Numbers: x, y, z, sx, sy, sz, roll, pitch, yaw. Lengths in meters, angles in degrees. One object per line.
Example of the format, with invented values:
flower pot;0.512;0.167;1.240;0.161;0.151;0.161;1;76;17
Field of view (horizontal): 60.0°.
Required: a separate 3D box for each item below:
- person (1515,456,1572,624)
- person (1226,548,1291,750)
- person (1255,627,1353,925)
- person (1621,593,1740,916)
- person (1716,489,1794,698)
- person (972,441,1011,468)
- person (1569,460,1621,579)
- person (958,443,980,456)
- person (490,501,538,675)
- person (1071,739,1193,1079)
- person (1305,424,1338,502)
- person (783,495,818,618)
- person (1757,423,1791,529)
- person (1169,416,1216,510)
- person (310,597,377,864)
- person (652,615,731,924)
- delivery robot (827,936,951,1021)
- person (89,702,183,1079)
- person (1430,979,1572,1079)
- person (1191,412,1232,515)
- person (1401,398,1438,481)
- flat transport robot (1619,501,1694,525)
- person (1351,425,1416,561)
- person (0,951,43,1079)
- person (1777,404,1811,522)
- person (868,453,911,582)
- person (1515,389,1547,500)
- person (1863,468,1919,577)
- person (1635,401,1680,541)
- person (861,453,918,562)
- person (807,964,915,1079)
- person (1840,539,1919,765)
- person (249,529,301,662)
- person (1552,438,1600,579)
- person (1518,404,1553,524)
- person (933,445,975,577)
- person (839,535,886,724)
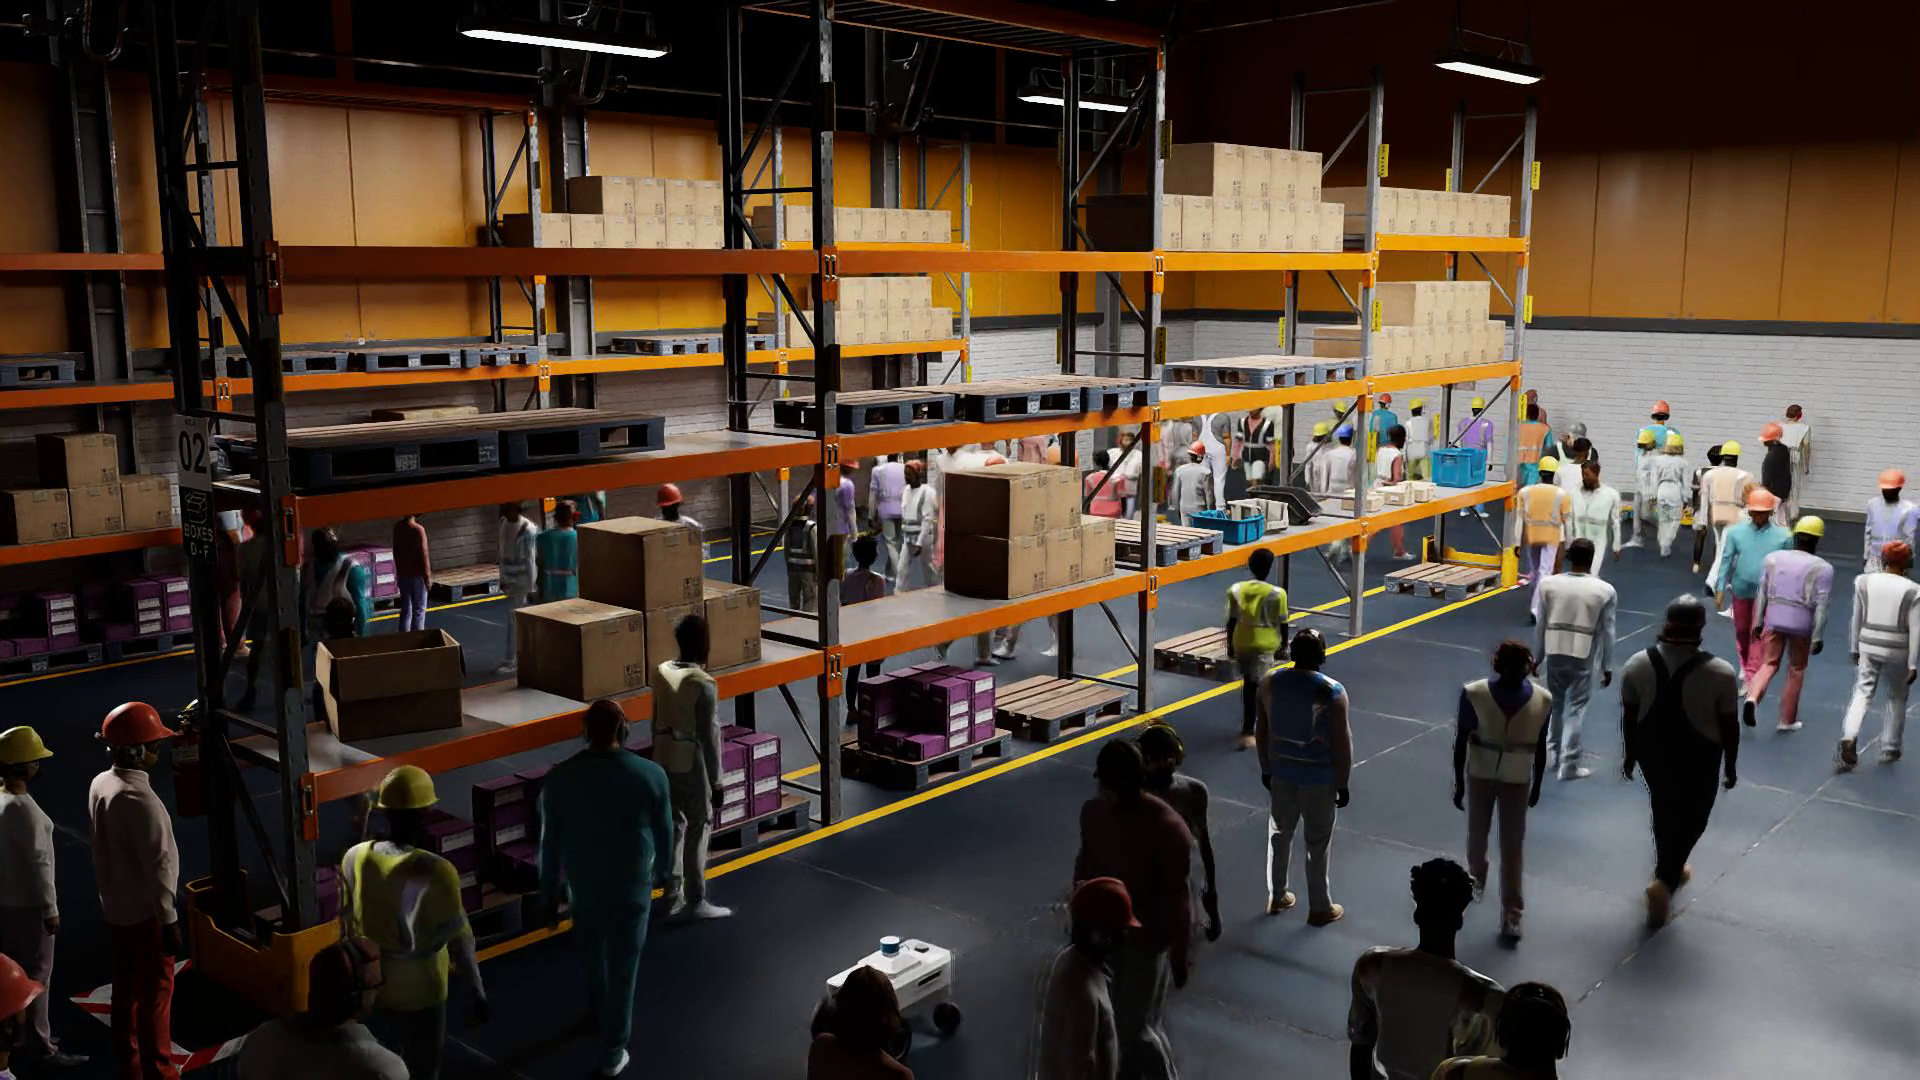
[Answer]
person;6.582;-0.010;18.812;0.601;1.892;0.945;6;11;32
person;2.543;0.895;14.030;0.540;1.667;0.773;8;12;39
person;2.131;1.443;10.254;0.633;1.845;0.429;8;12;39
person;4.511;1.308;10.474;0.689;2.000;0.953;9;13;44
person;7.559;0.459;15.822;0.631;1.947;1.001;6;11;33
person;0.347;-0.468;21.659;0.654;1.859;1.015;1;10;7
person;7.121;0.020;18.731;1.003;1.866;0.600;-9;13;-43
person;0.090;-0.866;24.052;0.566;1.856;0.396;8;12;38
person;-4.337;0.392;16.538;0.617;1.852;0.739;9;13;43
person;0.759;1.843;7.638;0.440;1.921;0.645;-8;12;-40
person;5.386;-0.896;24.687;0.518;1.689;0.927;2;10;13
person;-1.645;0.332;17.498;0.522;1.639;0.305;8;12;39
person;10.886;-0.603;22.207;0.769;1.950;0.391;-9;13;-43
person;3.801;-1.344;27.325;0.851;1.700;0.500;-5;11;-28
person;-4.152;1.271;11.313;0.538;1.834;0.480;2;10;10
person;-1.679;1.412;10.269;0.612;1.910;0.397;9;13;43
delivery robot;-0.362;2.307;8.656;0.477;0.478;0.707;7;12;37
person;-3.912;1.750;7.973;0.622;1.993;0.382;8;12;39
person;1.785;2.278;5.271;0.633;1.845;0.429;8;12;39
person;4.101;-1.418;26.749;0.688;2.000;0.539;8;12;39
person;7.477;-1.362;27.029;0.644;1.850;1.069;0;10;2
flat transport robot;10.905;-0.440;26.186;1.431;0.197;0.652;8;12;40
person;5.773;-0.632;22.550;0.922;1.878;0.593;-1;10;-7
person;-2.995;2.231;5.256;0.551;1.941;0.342;8;12;39
person;12.984;-1.201;26.031;0.569;1.844;0.378;8;12;39
person;-0.830;-0.346;20.802;0.600;1.896;0.893;-4;10;-24
person;9.698;-1.620;28.354;0.651;1.907;0.409;8;12;39
person;9.821;0.176;17.624;0.443;1.914;0.541;-8;12;-38
person;10.187;-1.008;24.293;0.614;2.042;0.373;8;12;39
person;-0.984;-0.645;22.584;0.831;1.907;0.559;4;10;22
person;-0.322;2.283;5.857;0.507;1.636;0.272;8;12;39
person;7.422;0.915;13.387;0.827;1.861;0.576;-9;13;-42
person;-6.954;0.364;16.836;0.587;1.803;0.461;7;12;35
person;7.587;-0.311;20.552;0.616;1.903;0.966;8;12;40
person;8.925;-1.192;25.967;0.614;1.865;1.033;8;12;40
person;-0.059;-0.515;21.693;0.596;1.945;1.069;4;10;22
person;-0.823;0.800;14.533;0.540;1.696;0.315;8;12;39
